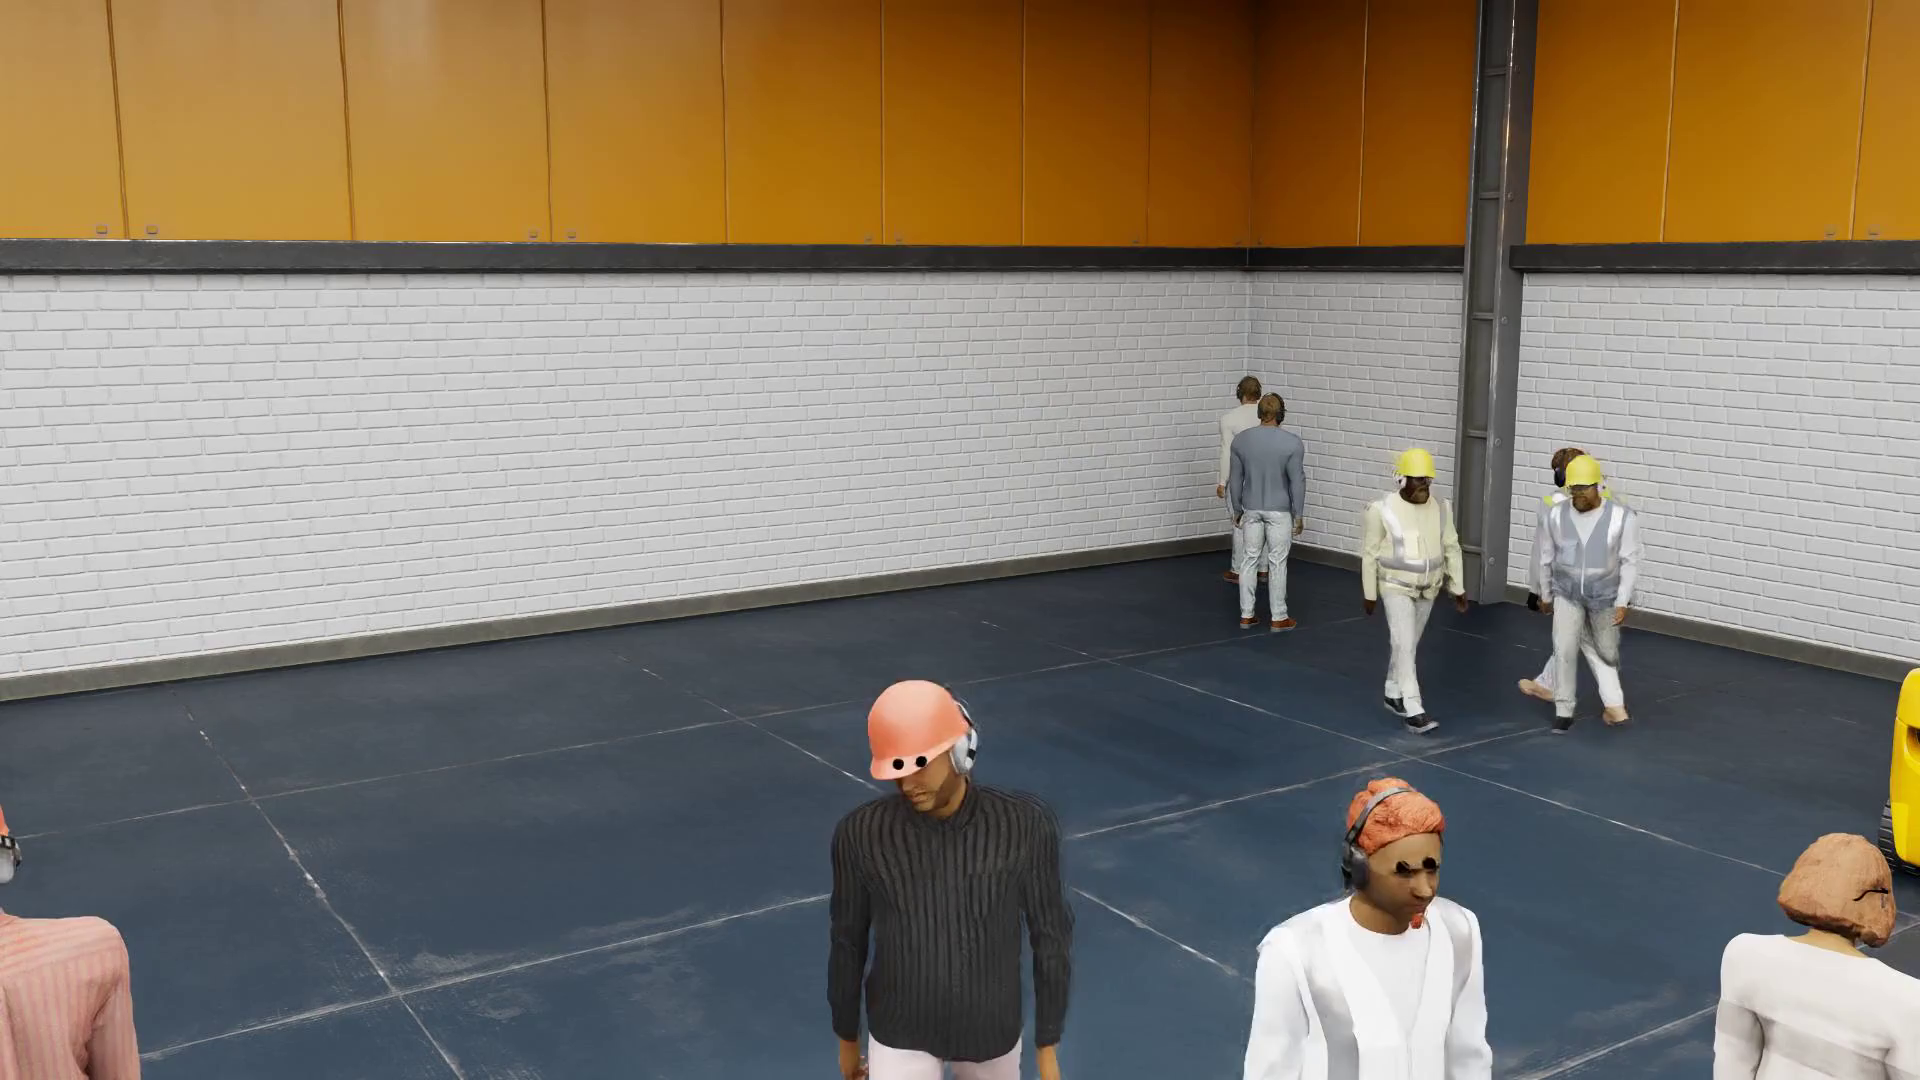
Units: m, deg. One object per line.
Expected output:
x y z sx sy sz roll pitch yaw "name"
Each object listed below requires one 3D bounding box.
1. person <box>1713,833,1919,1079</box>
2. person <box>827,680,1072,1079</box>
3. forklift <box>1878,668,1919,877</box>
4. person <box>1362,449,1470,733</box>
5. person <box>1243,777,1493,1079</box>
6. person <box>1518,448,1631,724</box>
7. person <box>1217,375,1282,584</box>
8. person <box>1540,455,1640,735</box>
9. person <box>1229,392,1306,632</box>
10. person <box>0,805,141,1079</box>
2.066 1.498 4.007 0.279 1.633 0.499 -9 13 -42 "person"
-0.034 1.278 4.469 0.638 1.946 0.857 -1 9 -5 "person"
5.511 0.571 7.906 2.313 2.155 1.214 -6 11 -33 "forklift"
2.934 0.318 10.634 0.609 1.791 0.898 -3 10 -18 "person"
0.907 1.429 3.694 0.605 1.872 0.407 -5 11 -26 "person"
4.096 0.291 10.933 0.628 1.766 1.033 -4 10 -23 "person"
2.682 -0.559 15.483 0.633 1.938 0.356 -3 10 -20 "person"
4.045 0.317 10.670 0.611 1.794 0.811 5 11 29 "person"
2.492 -0.225 13.465 0.635 1.938 0.361 6 11 32 "person"
-1.968 1.424 3.394 0.391 1.986 0.608 7 12 37 "person"
